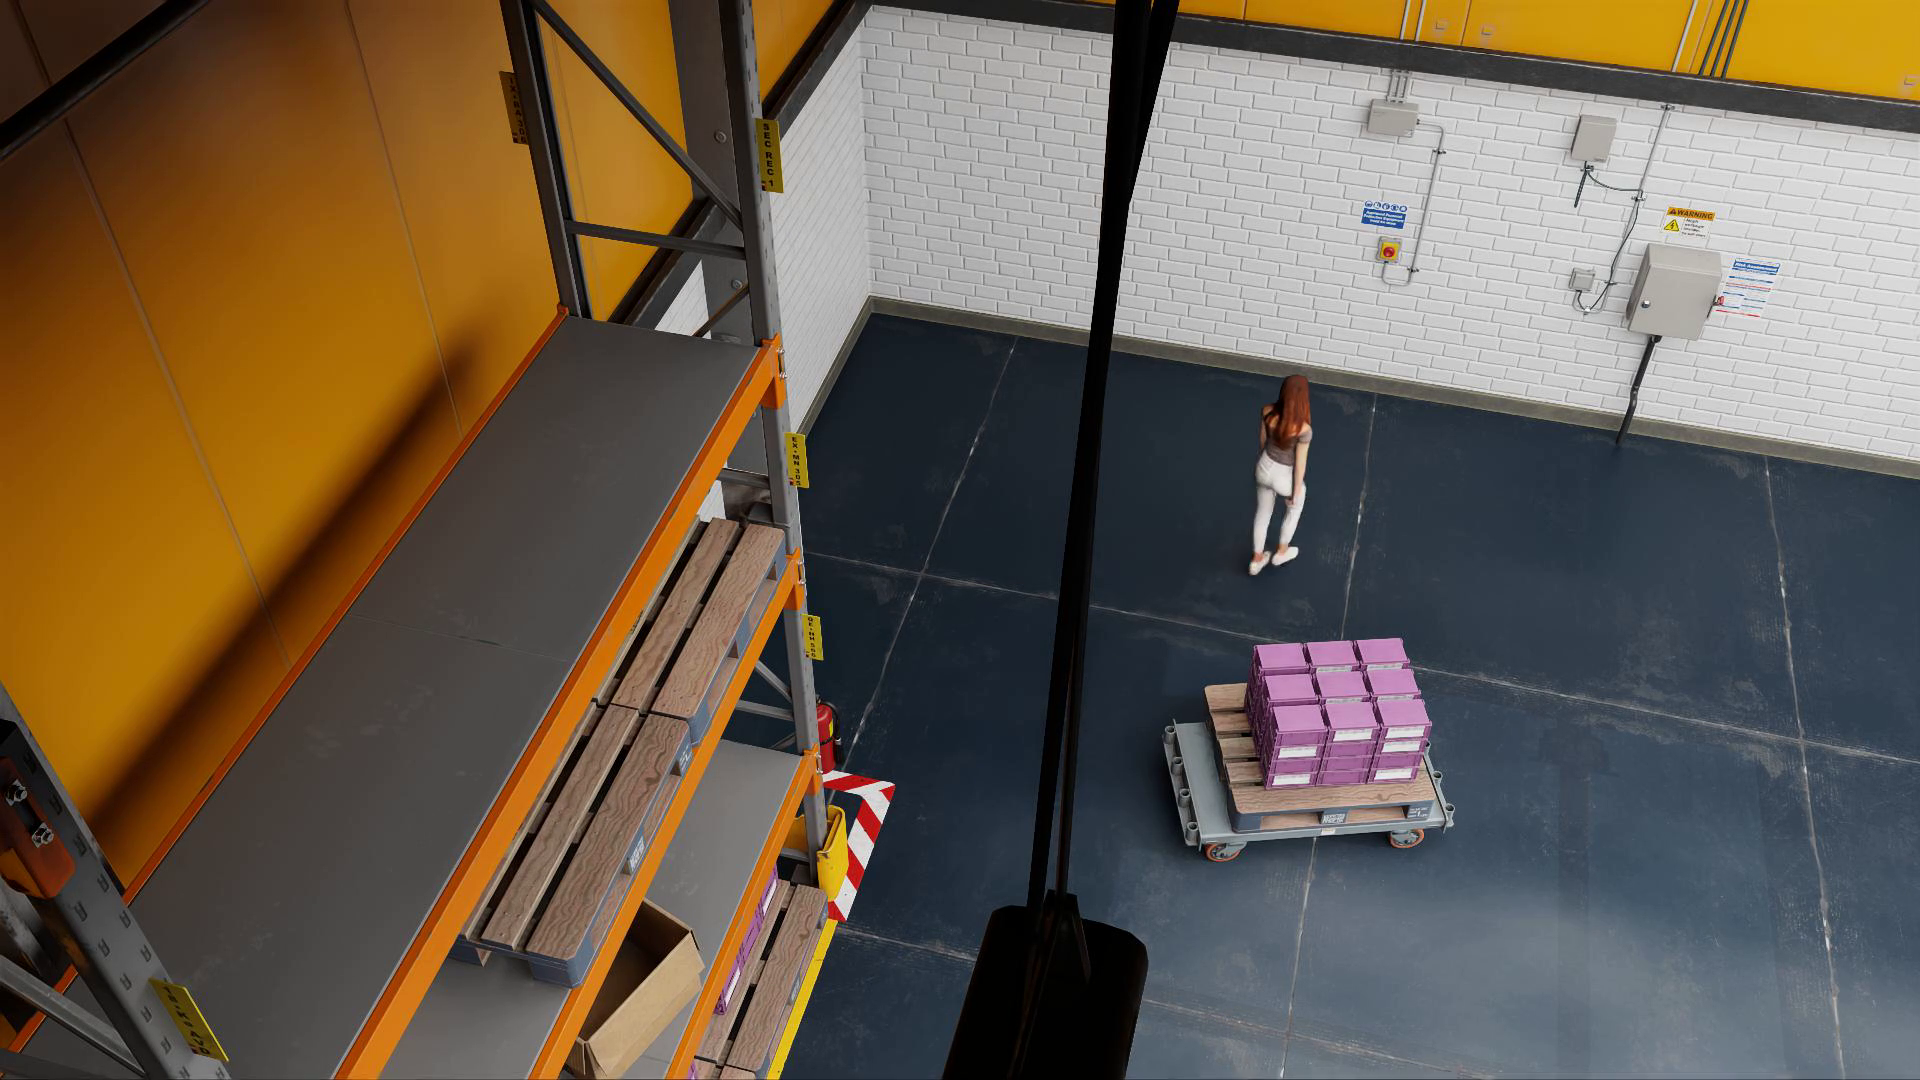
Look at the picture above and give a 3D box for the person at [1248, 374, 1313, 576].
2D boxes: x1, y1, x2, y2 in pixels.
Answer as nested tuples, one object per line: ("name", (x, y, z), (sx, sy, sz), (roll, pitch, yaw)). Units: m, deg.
("person", (2.144, -0.406, 11.461), (0.725, 1.714, 0.775), (30, 51, 28))
